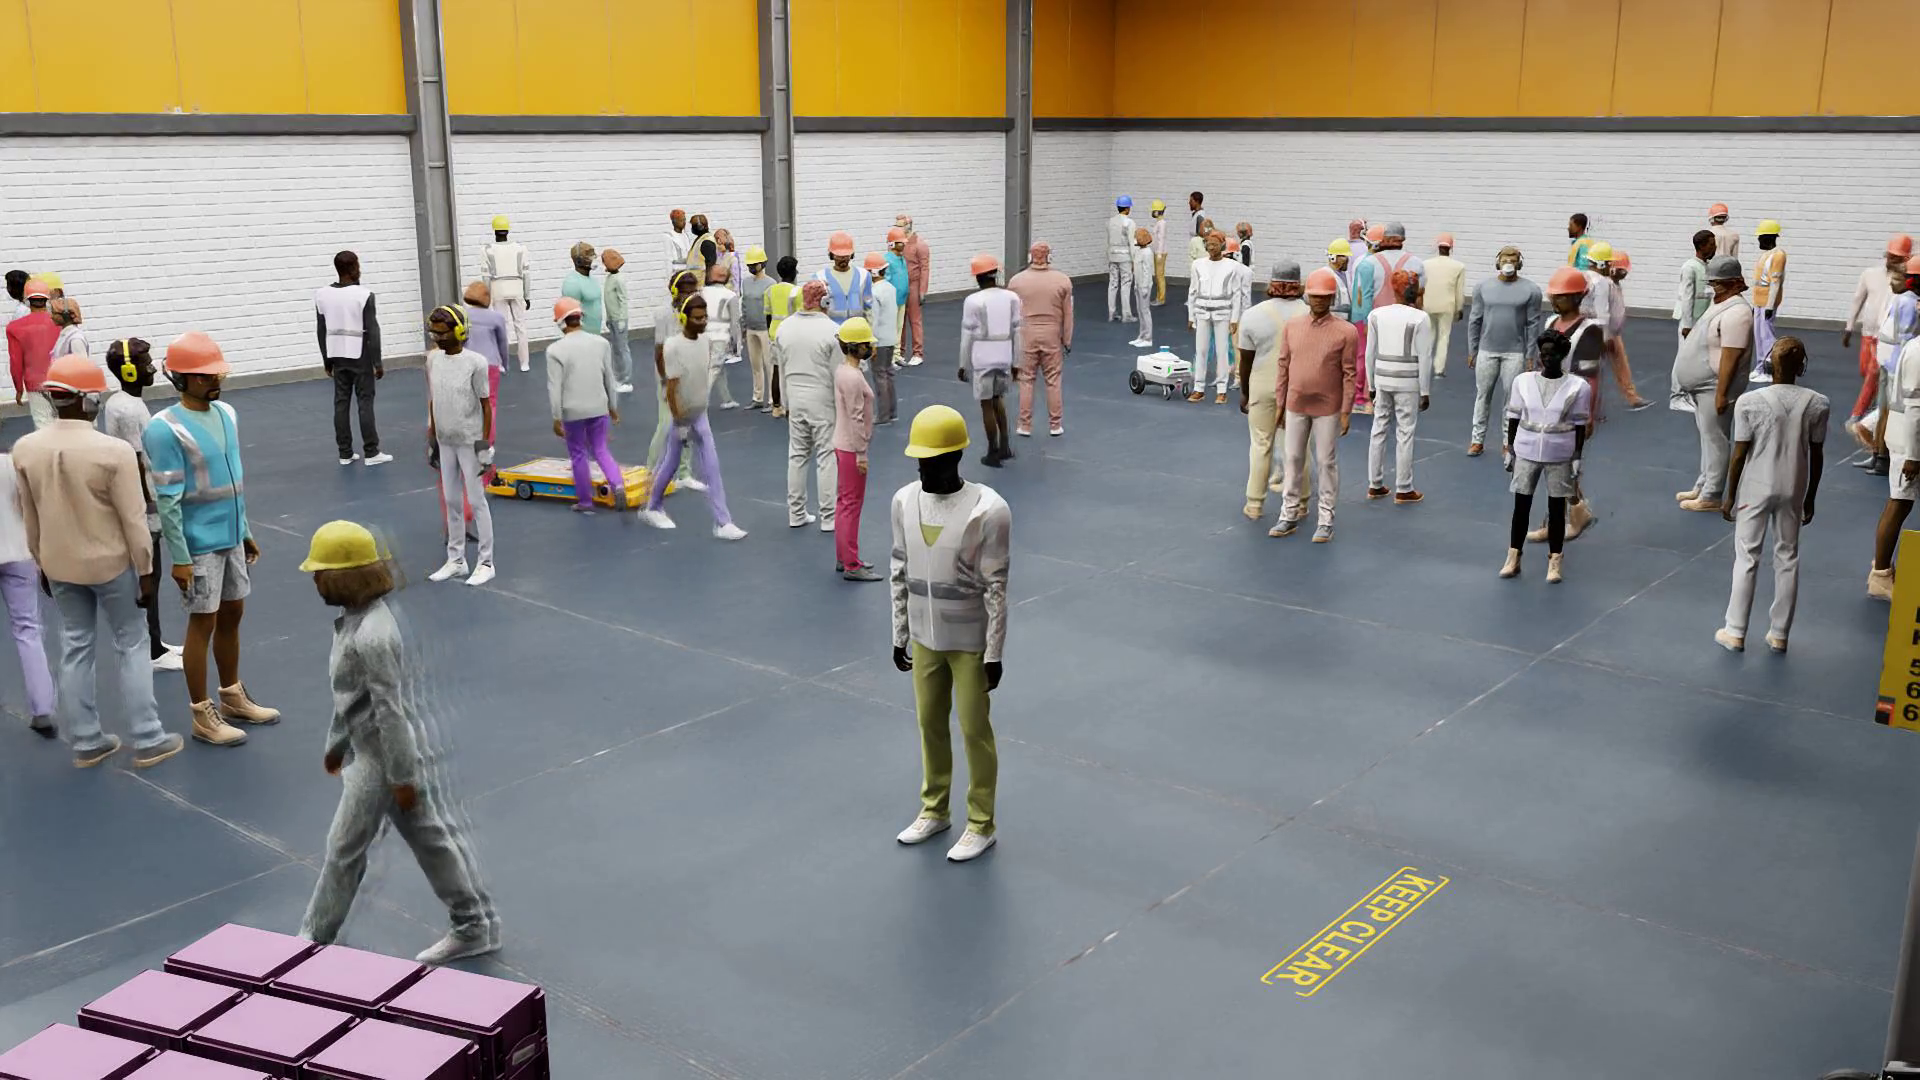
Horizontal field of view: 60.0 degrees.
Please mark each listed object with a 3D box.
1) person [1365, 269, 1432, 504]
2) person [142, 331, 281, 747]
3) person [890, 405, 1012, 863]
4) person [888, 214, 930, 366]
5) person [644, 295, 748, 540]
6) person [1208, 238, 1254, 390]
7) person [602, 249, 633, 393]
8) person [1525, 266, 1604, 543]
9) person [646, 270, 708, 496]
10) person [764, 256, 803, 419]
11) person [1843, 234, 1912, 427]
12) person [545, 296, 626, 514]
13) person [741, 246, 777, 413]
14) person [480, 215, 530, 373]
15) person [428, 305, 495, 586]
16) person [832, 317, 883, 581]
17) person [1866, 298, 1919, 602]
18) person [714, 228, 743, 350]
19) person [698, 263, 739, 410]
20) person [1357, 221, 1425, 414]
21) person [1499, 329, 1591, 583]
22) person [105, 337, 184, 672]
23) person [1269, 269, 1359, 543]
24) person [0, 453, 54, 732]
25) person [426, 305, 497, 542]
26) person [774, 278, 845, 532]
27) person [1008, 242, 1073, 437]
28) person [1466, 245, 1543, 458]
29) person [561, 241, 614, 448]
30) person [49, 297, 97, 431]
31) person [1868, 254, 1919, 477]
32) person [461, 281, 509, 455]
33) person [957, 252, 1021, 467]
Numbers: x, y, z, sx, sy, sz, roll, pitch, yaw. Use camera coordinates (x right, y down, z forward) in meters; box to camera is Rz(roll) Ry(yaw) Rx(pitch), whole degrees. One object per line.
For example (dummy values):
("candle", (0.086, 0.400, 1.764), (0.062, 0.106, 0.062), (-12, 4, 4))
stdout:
("person", (3.538, -1.234, 13.425), (0.355, 1.883, 0.574), (-13, 19, -43))
("person", (-3.674, -0.009, 8.204), (0.374, 2.042, 0.615), (2, 14, 9))
("person", (-0.058, 0.387, 6.886), (0.582, 1.919, 0.396), (9, 17, 33))
("person", (-0.701, -3.165, 21.098), (0.652, 1.904, 0.403), (11, 17, 36))
("person", (-2.015, -0.919, 12.338), (0.989, 1.825, 0.552), (11, 18, 37))
("person", (3.105, -2.611, 19.214), (0.342, 1.744, 0.561), (-13, 19, -42))
("person", (-3.933, -2.506, 19.013), (0.283, 1.633, 0.498), (-8, 16, -28))
("person", (4.326, -0.958, 12.024), (0.416, 2.027, 0.617), (-2, 14, -8))
("person", (-2.370, -1.299, 13.752), (0.491, 1.850, 0.646), (8, 16, 29))
("person", (-1.779, -2.081, 17.182), (0.537, 1.697, 0.320), (9, 17, 32))
("person", (9.332, -2.112, 16.796), (0.723, 1.950, 0.652), (-8, 16, -30))
("person", (-2.901, -1.019, 12.904), (0.578, 1.719, 0.595), (-14, 19, -43))
("person", (-2.135, -2.231, 17.670), (0.524, 1.761, 0.339), (12, 18, 39))
("person", (-5.568, -3.009, 20.420), (0.586, 1.930, 0.362), (-7, 16, -25))
("person", (-3.325, -0.624, 11.029), (0.521, 1.865, 0.328), (6, 15, 24))
("person", (-0.698, -0.609, 11.167), (0.313, 1.769, 0.523), (-3, 14, -12))
("person", (6.125, -0.611, 10.622), (0.395, 2.035, 0.614), (8, 16, 30))
("person", (-3.195, -3.380, 22.493), (0.511, 1.641, 0.309), (3, 14, 11))
("person", (-2.615, -2.112, 17.525), (0.574, 1.592, 0.850), (9, 17, 33))
("person", (4.517, -2.345, 17.543), (0.684, 2.000, 0.535), (3, 14, 11))
("person", (3.900, -0.559, 11.105), (0.535, 1.697, 0.318), (8, 16, 28))
("person", (-4.550, -0.194, 9.294), (0.327, 1.874, 0.518), (-9, 17, -32))
("person", (2.586, -0.979, 12.180), (0.608, 1.994, 0.381), (9, 17, 32))
("person", (-4.882, 0.108, 8.403), (0.526, 1.721, 0.885), (-11, 18, -37))
("person", (-3.623, -0.823, 12.054), (0.527, 1.757, 0.362), (8, 16, 30))
("person", (-1.076, -1.008, 12.501), (0.640, 1.900, 0.401), (9, 17, 32))
("person", (0.772, -1.954, 16.281), (0.669, 1.902, 0.404), (0, 14, -1))
("person", (4.962, -1.716, 15.238), (0.630, 1.940, 0.370), (6, 15, 22))
("person", (-3.534, -1.847, 15.760), (0.364, 1.940, 0.636), (2, 14, 6))
("person", (-7.257, -1.173, 13.673), (0.306, 1.640, 0.522), (-11, 18, -38))
("person", (8.212, -1.511, 14.423), (0.373, 1.934, 0.551), (6, 15, 22))
("person", (-4.472, -1.613, 15.549), (0.504, 1.583, 0.832), (-3, 14, -10))
("person", (0.260, -1.596, 14.833), (0.549, 1.903, 0.467), (-8, 16, -30))
